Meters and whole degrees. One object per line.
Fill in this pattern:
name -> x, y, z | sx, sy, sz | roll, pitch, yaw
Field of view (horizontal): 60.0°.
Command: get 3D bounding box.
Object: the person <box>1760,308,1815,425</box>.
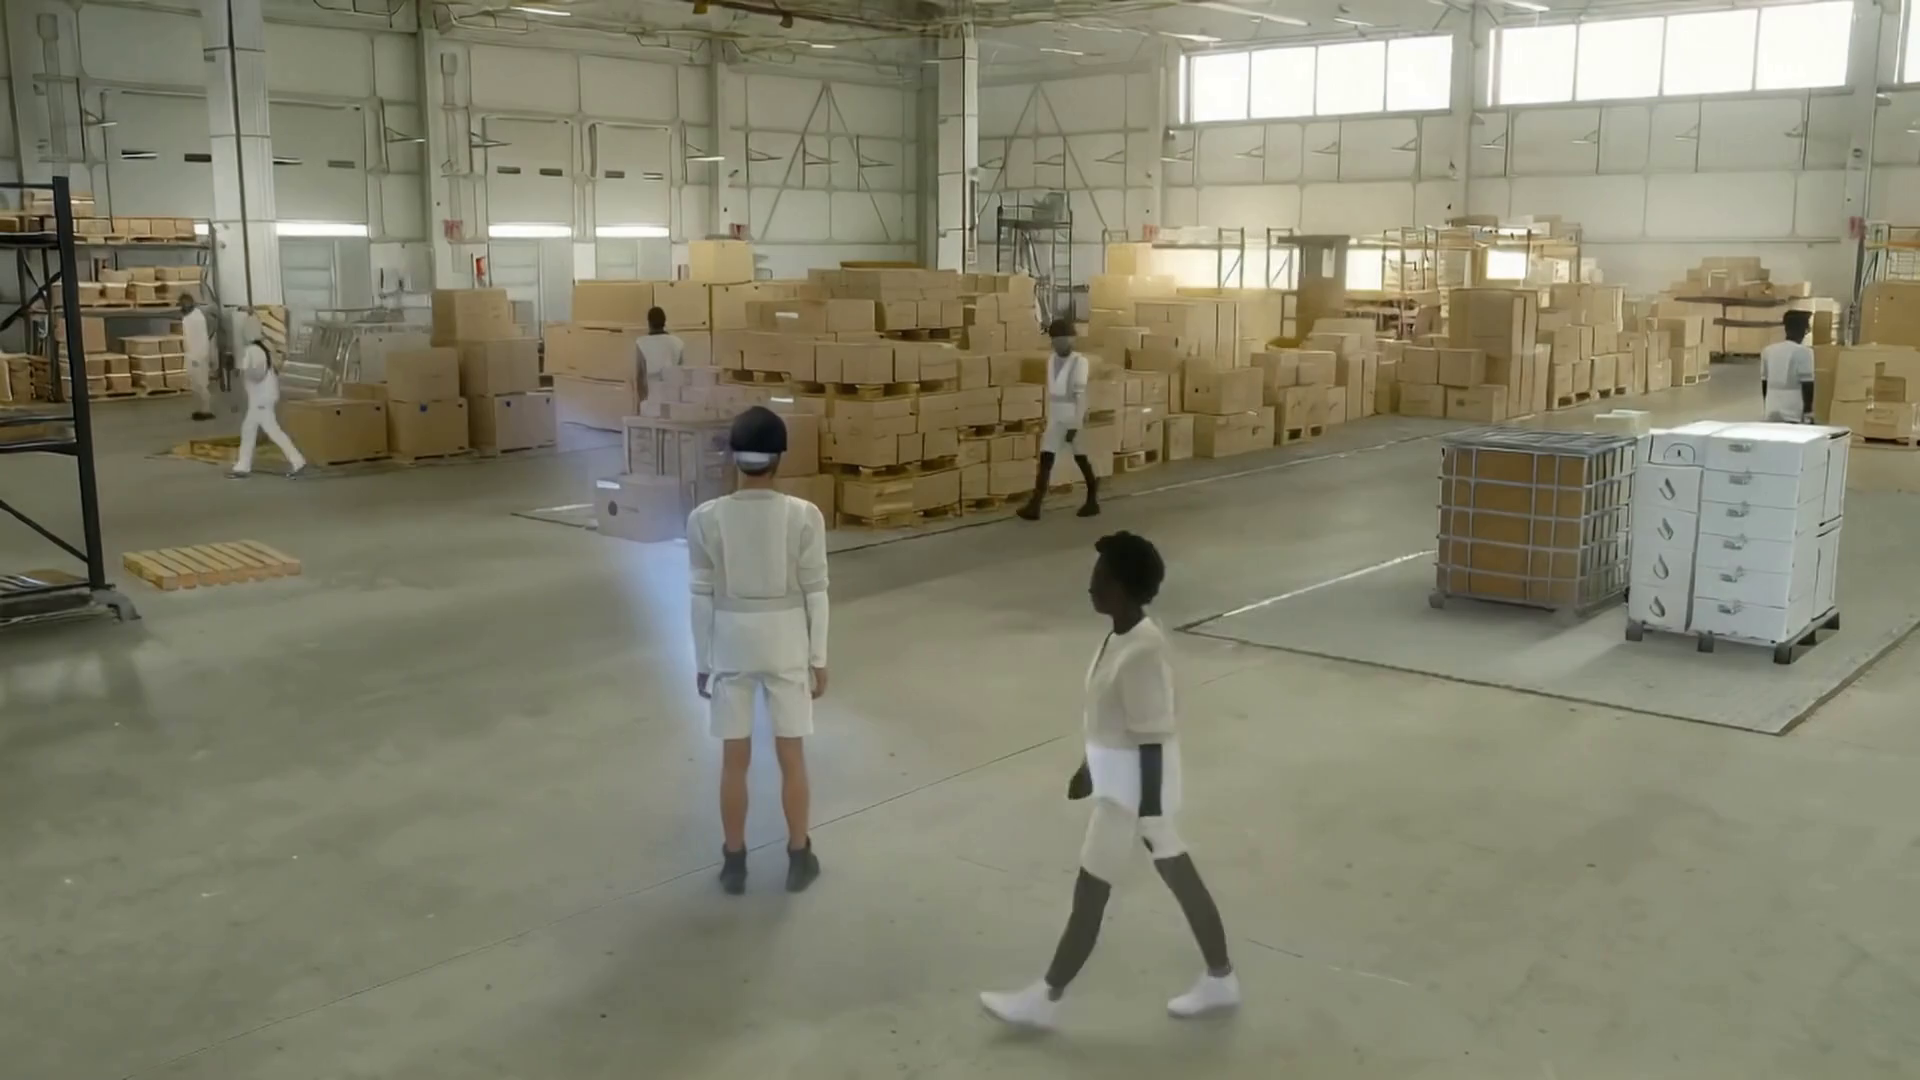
person -> 8.152, -1.296, 16.371 | 0.367, 1.966, 0.606 | -4, 11, -21

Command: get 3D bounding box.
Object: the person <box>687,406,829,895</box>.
person -> -0.787, 0.442, 6.559 | 0.546, 1.938, 0.361 | -1, 10, -4

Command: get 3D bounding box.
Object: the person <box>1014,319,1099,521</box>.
person -> 0.961, -1.116, 15.583 | 0.543, 1.892, 1.010 | 10, 14, 44

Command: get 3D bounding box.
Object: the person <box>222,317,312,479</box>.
person -> -7.658, -1.551, 18.330 | 0.981, 1.803, 0.524 | -1, 10, -5

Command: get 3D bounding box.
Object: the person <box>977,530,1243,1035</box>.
person -> 0.532, 0.790, 5.374 | 0.887, 1.651, 0.532 | 1, 10, 5

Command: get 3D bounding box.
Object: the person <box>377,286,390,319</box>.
person -> -14.403, -5.564, 41.737 | 0.529, 1.593, 0.881 | 6, 12, 30

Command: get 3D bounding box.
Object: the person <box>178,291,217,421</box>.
person -> -11.262, -2.692, 24.458 | 0.529, 1.920, 0.643 | -8, 13, -38

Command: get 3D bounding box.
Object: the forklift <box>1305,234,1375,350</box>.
forklift -> 7.739, -5.023, 34.990 | 1.129, 2.768, 1.873 | -7, 12, -34

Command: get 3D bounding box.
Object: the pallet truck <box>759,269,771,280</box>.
pallet truck -> -4.996, -6.432, 45.525 | 1.885, 1.965, 0.823 | -6, 12, -32

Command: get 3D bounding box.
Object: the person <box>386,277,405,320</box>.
person -> -12.157, -4.695, 35.808 | 0.372, 1.939, 0.631 | -7, 12, -33

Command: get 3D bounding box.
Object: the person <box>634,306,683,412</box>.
person -> -3.280, -1.599, 18.234 | 0.597, 1.916, 0.371 | -9, 13, -41

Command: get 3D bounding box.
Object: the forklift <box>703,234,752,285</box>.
forklift -> -4.728, -4.855, 34.035 | 1.129, 2.768, 1.873 | 2, 10, 12
